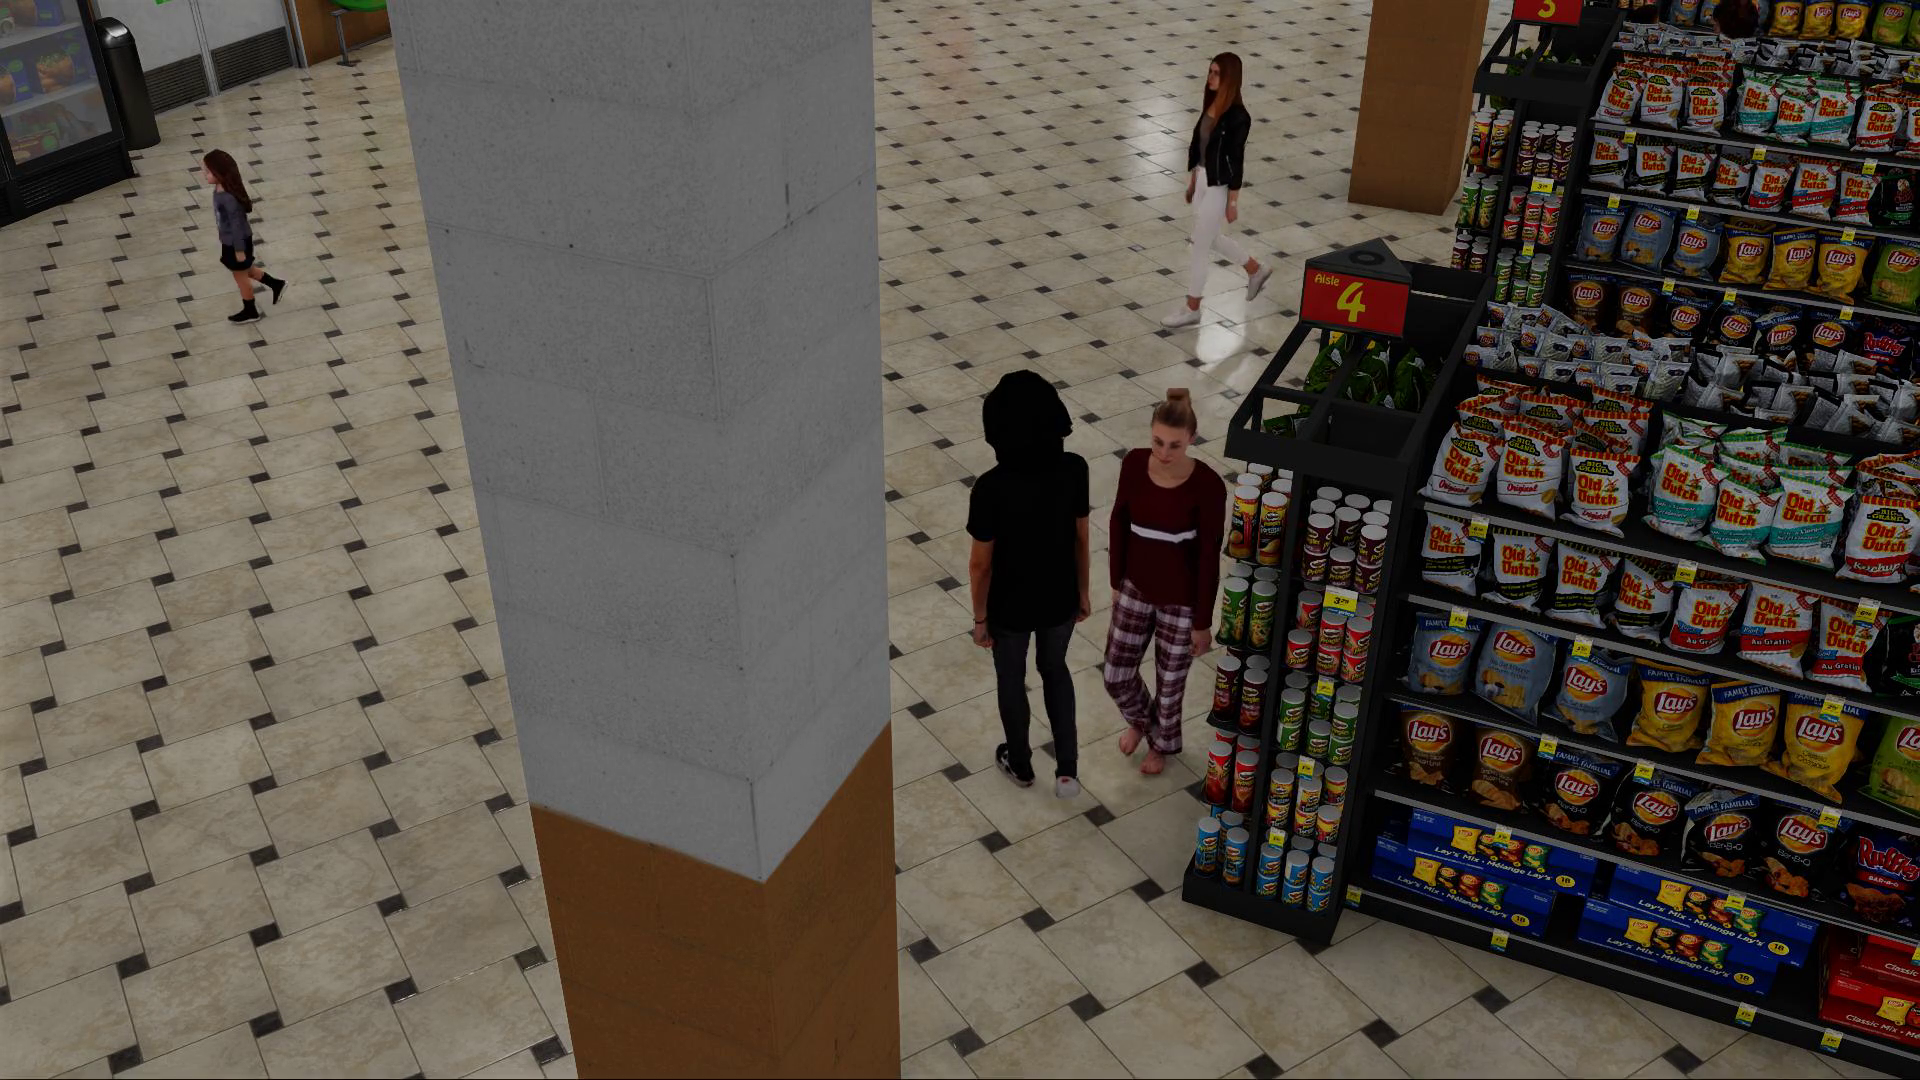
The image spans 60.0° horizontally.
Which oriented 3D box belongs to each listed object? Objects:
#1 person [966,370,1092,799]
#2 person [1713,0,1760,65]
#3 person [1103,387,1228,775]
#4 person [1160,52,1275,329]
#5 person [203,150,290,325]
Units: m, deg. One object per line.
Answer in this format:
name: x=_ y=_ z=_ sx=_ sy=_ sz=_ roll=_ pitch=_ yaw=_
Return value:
person: x=0.298 y=0.249 z=6.169 sx=0.904 sy=1.824 sz=0.956 roll=-9 pitch=33 yaw=-14
person: x=5.110 y=-2.739 z=11.124 sx=1.144 sy=1.662 sz=0.927 roll=-4 pitch=32 yaw=-7
person: x=0.812 y=0.164 z=6.427 sx=0.516 sy=1.695 sz=0.677 roll=14 pitch=34 yaw=21
person: x=1.620 y=-2.125 z=10.120 sx=1.093 sy=1.680 sz=0.988 roll=-9 pitch=33 yaw=-13
person: x=-4.429 y=-1.883 z=10.282 sx=0.705 sy=1.098 sz=0.662 roll=-16 pitch=35 yaw=-24
